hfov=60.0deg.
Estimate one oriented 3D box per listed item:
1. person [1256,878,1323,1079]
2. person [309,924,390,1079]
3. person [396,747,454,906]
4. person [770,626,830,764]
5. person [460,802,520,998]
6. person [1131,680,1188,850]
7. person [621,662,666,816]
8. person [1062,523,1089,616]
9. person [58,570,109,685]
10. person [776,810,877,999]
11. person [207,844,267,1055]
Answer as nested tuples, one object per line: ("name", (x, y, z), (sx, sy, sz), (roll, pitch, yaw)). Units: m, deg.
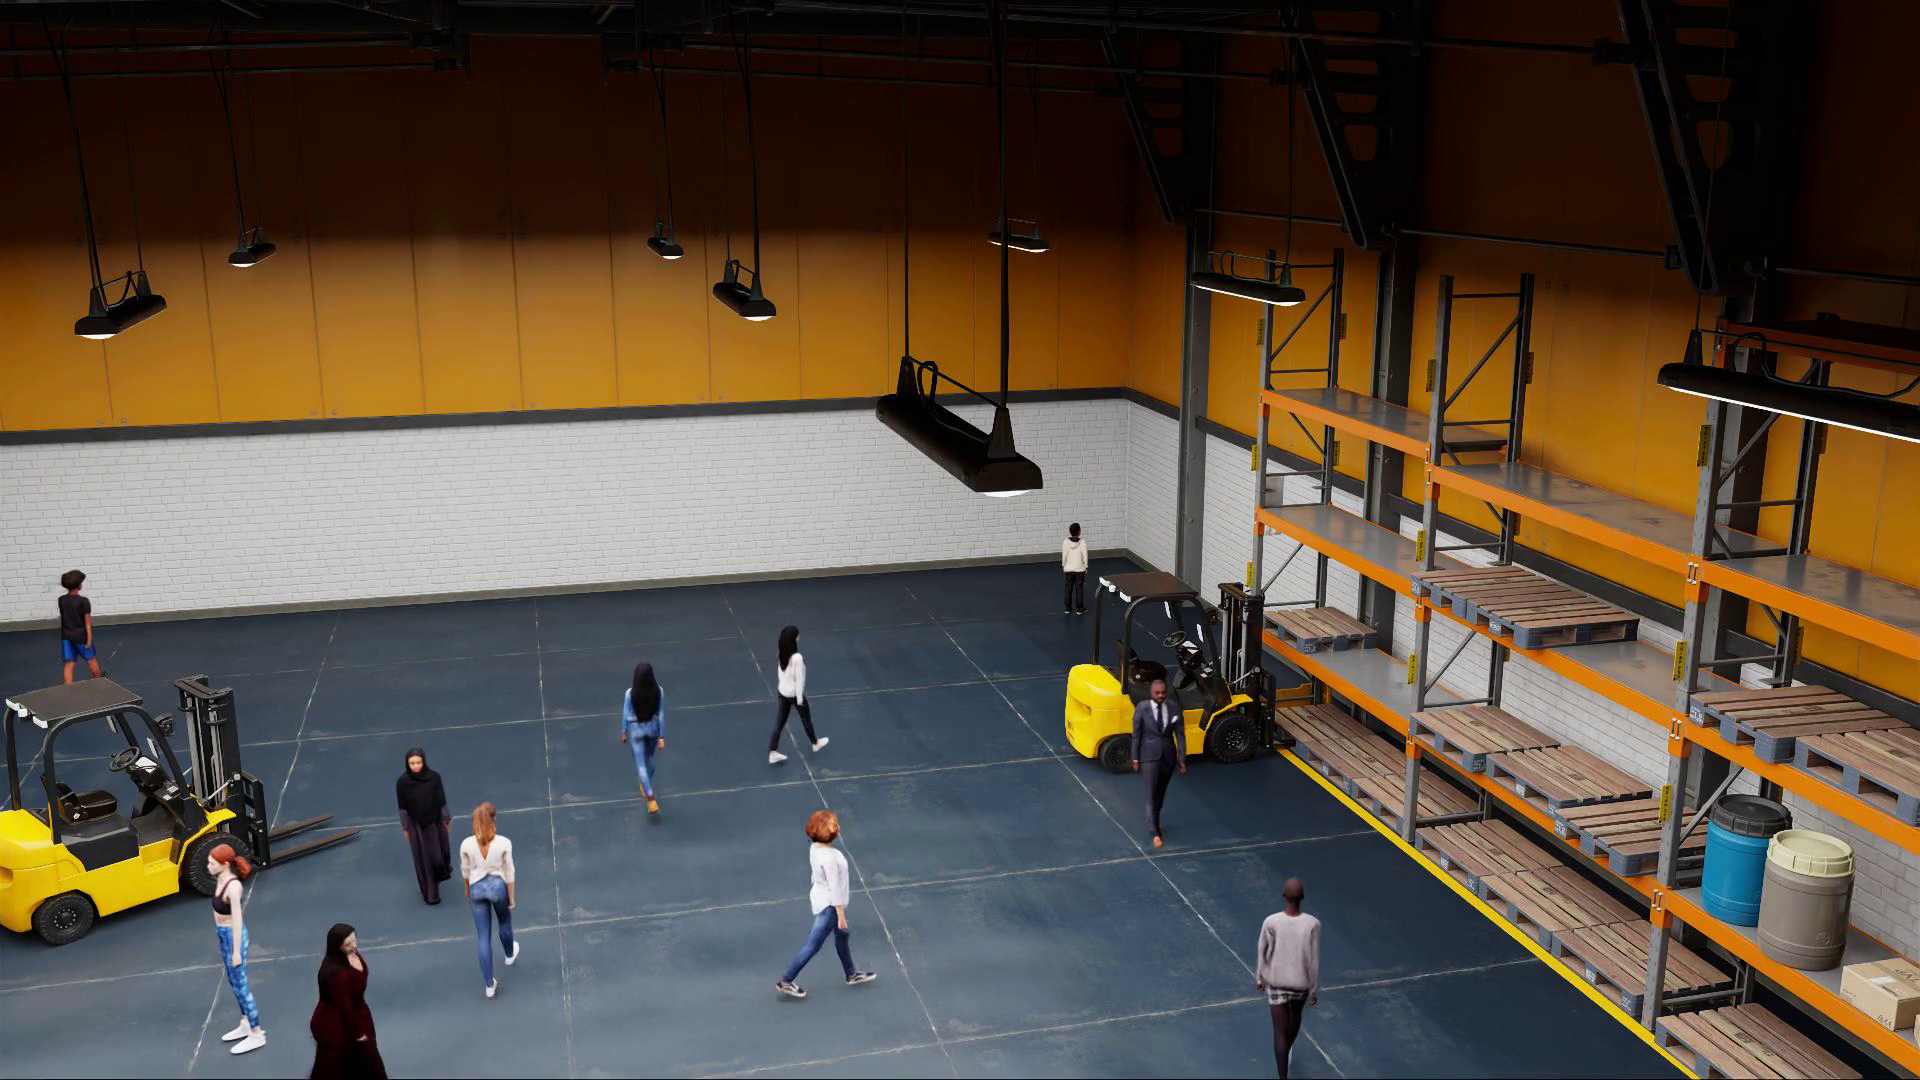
("person", (2.552, 3.510, 12.935), (0.908, 1.730, 1.225), (2, 14, 7))
("person", (-4.715, 3.634, 12.485), (0.874, 1.703, 0.981), (-4, 14, -14))
("person", (-5.246, 2.751, 16.344), (0.632, 1.601, 0.793), (-5, 14, -20))
("person", (-2.085, 1.874, 19.856), (1.118, 1.653, 1.044), (13, 19, 43))
("person", (-4.115, 3.156, 14.491), (0.728, 1.687, 1.050), (-2, 14, -8))
("person", (2.086, 2.328, 17.711), (0.764, 1.781, 1.206), (-2, 14, -10))
("person", (-3.474, 2.219, 18.388), (0.768, 1.674, 1.215), (-6, 15, -25))
("person", (1.807, 0.444, 26.182), (0.662, 1.455, 0.698), (5, 15, 22))
("person", (-11.699, 1.330, 21.932), (0.784, 1.733, 1.207), (-1, 14, -4))
("person", (-1.256, 3.173, 14.427), (0.714, 1.683, 1.056), (-3, 14, -14))
("person", (-5.940, 3.320, 13.609), (0.695, 1.782, 0.597), (-10, 17, -36))
